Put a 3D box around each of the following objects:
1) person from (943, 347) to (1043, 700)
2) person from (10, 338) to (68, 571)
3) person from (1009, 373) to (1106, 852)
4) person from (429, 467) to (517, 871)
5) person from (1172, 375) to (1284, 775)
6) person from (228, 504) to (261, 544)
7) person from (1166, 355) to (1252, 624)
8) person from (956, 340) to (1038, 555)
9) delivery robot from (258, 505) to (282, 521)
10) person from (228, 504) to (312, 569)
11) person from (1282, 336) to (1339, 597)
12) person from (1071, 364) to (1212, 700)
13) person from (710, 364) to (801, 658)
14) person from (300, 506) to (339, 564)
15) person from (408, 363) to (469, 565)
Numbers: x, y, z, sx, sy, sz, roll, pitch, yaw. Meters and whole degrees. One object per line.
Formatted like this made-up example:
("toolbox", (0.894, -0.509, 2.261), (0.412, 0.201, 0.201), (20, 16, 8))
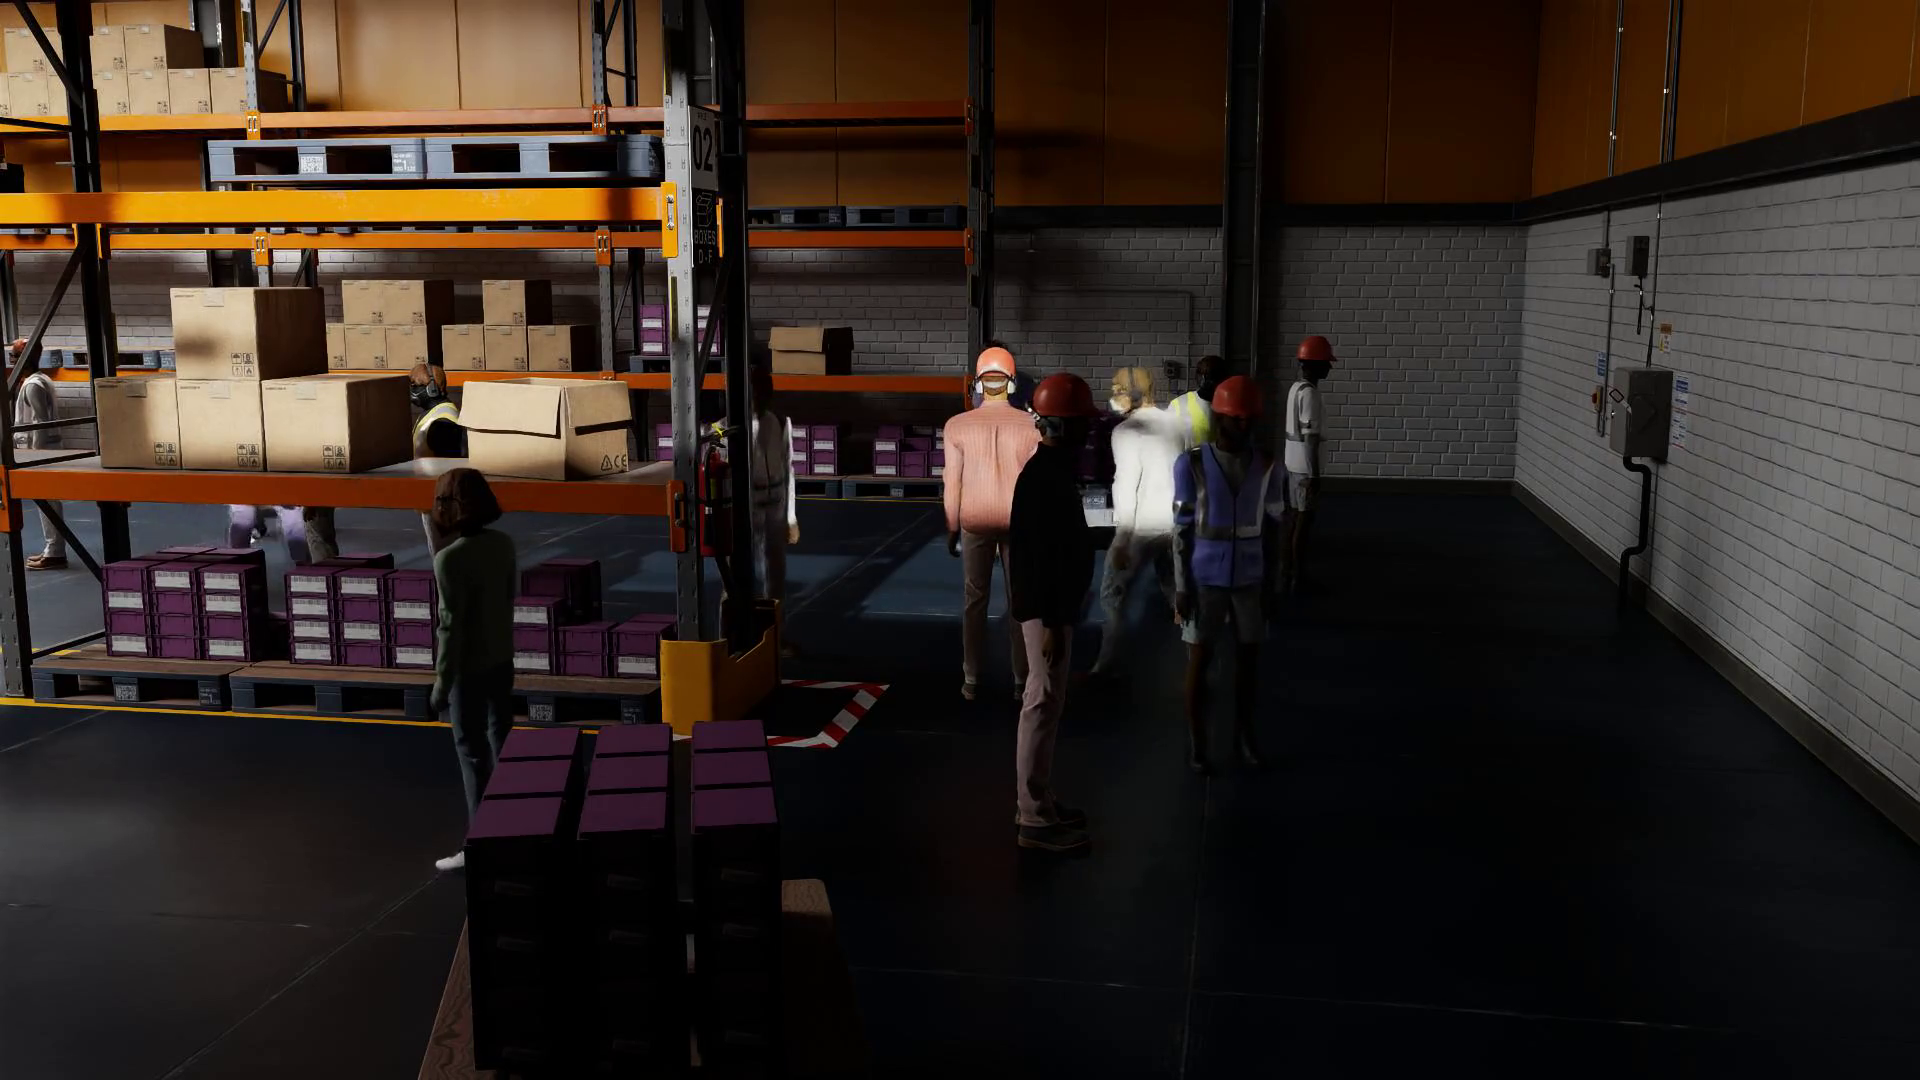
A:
("person", (0.211, -0.082, 9.345), (0.609, 1.993, 0.382), (1, 9, 4))
("person", (-7.462, -0.694, 13.476), (0.340, 1.882, 0.585), (-4, 10, -24))
("person", (0.403, 0.293, 7.006), (0.395, 1.992, 0.623), (0, 9, 3))
("person", (-1.954, 0.520, 6.722), (0.274, 1.633, 0.502), (3, 10, 17))
("person", (1.283, 0.174, 7.958), (0.546, 1.930, 0.392), (-1, 9, -7))
("person", (-6.378, -0.876, 14.721), (0.383, 1.847, 0.505), (7, 11, 37))
("person", (1.702, -0.339, 11.399), (0.625, 1.847, 0.429), (-1, 9, -6))
("person", (0.387, -0.658, 13.311), (1.006, 1.863, 0.693), (9, 13, 44))
("delivery robot", (-6.238, -0.375, 15.315), (0.707, 0.478, 0.477), (-7, 12, -39))
("person", (-5.140, -0.521, 12.444), (0.869, 1.874, 0.652), (2, 9, 11))
("person", (2.618, -0.552, 12.429), (0.362, 1.935, 0.553), (0, 9, 0))
("person", (1.033, -0.040, 9.409), (0.891, 1.885, 0.726), (7, 12, 39))
("person", (-1.253, -0.136, 10.117), (0.600, 1.872, 0.436), (-8, 12, -41))
("person", (-4.450, -0.332, 11.423), (0.403, 1.822, 0.588), (-3, 10, -17))
("person", (-3.348, -0.215, 10.671), (0.428, 1.836, 0.626), (-4, 10, -21))
